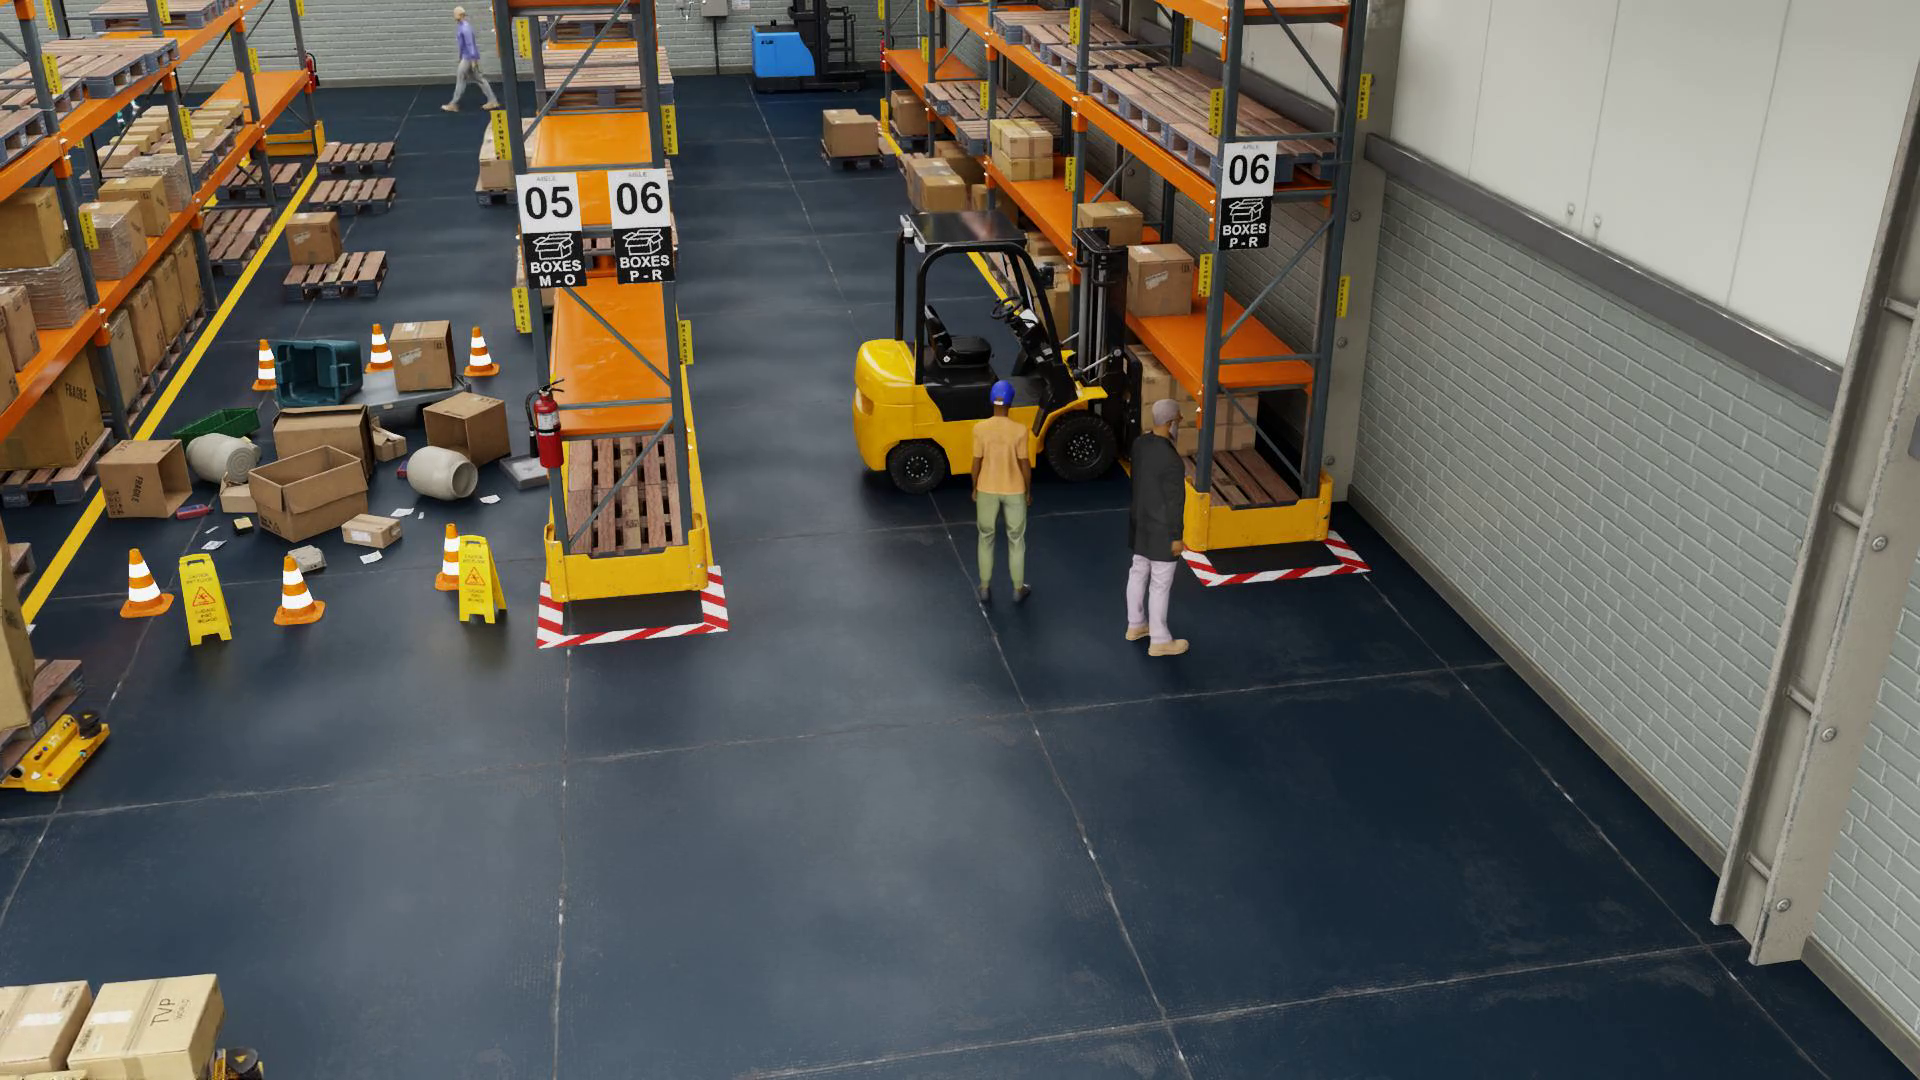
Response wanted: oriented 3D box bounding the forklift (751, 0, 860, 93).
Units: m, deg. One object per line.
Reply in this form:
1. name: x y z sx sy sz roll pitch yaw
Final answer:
1. forklift: -2.872 -9.679 30.288 1.873 2.768 1.129 -5 26 -10

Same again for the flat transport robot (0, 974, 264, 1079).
1. flat transport robot: -3.891 2.728 7.447 1.431 0.231 0.659 -10 27 -19

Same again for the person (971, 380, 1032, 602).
1. person: 0.305 -0.359 12.202 0.448 1.718 0.355 4 26 9

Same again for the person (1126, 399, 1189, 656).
1. person: 1.357 -0.089 11.482 0.407 1.857 0.529 -13 29 -25

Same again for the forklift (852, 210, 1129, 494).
1. forklift: 0.216 -1.659 14.366 2.313 2.155 1.214 -5 26 -10

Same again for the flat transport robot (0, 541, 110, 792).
1. flat transport robot: -6.187 1.314 10.391 1.431 0.231 0.659 0 26 1

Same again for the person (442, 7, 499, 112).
1. person: -8.509 -8.291 28.685 0.977 1.748 0.611 -8 27 -17

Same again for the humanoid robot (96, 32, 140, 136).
1. humanoid robot: -13.256 -7.118 26.307 0.531 1.771 0.999 -21 33 -37
